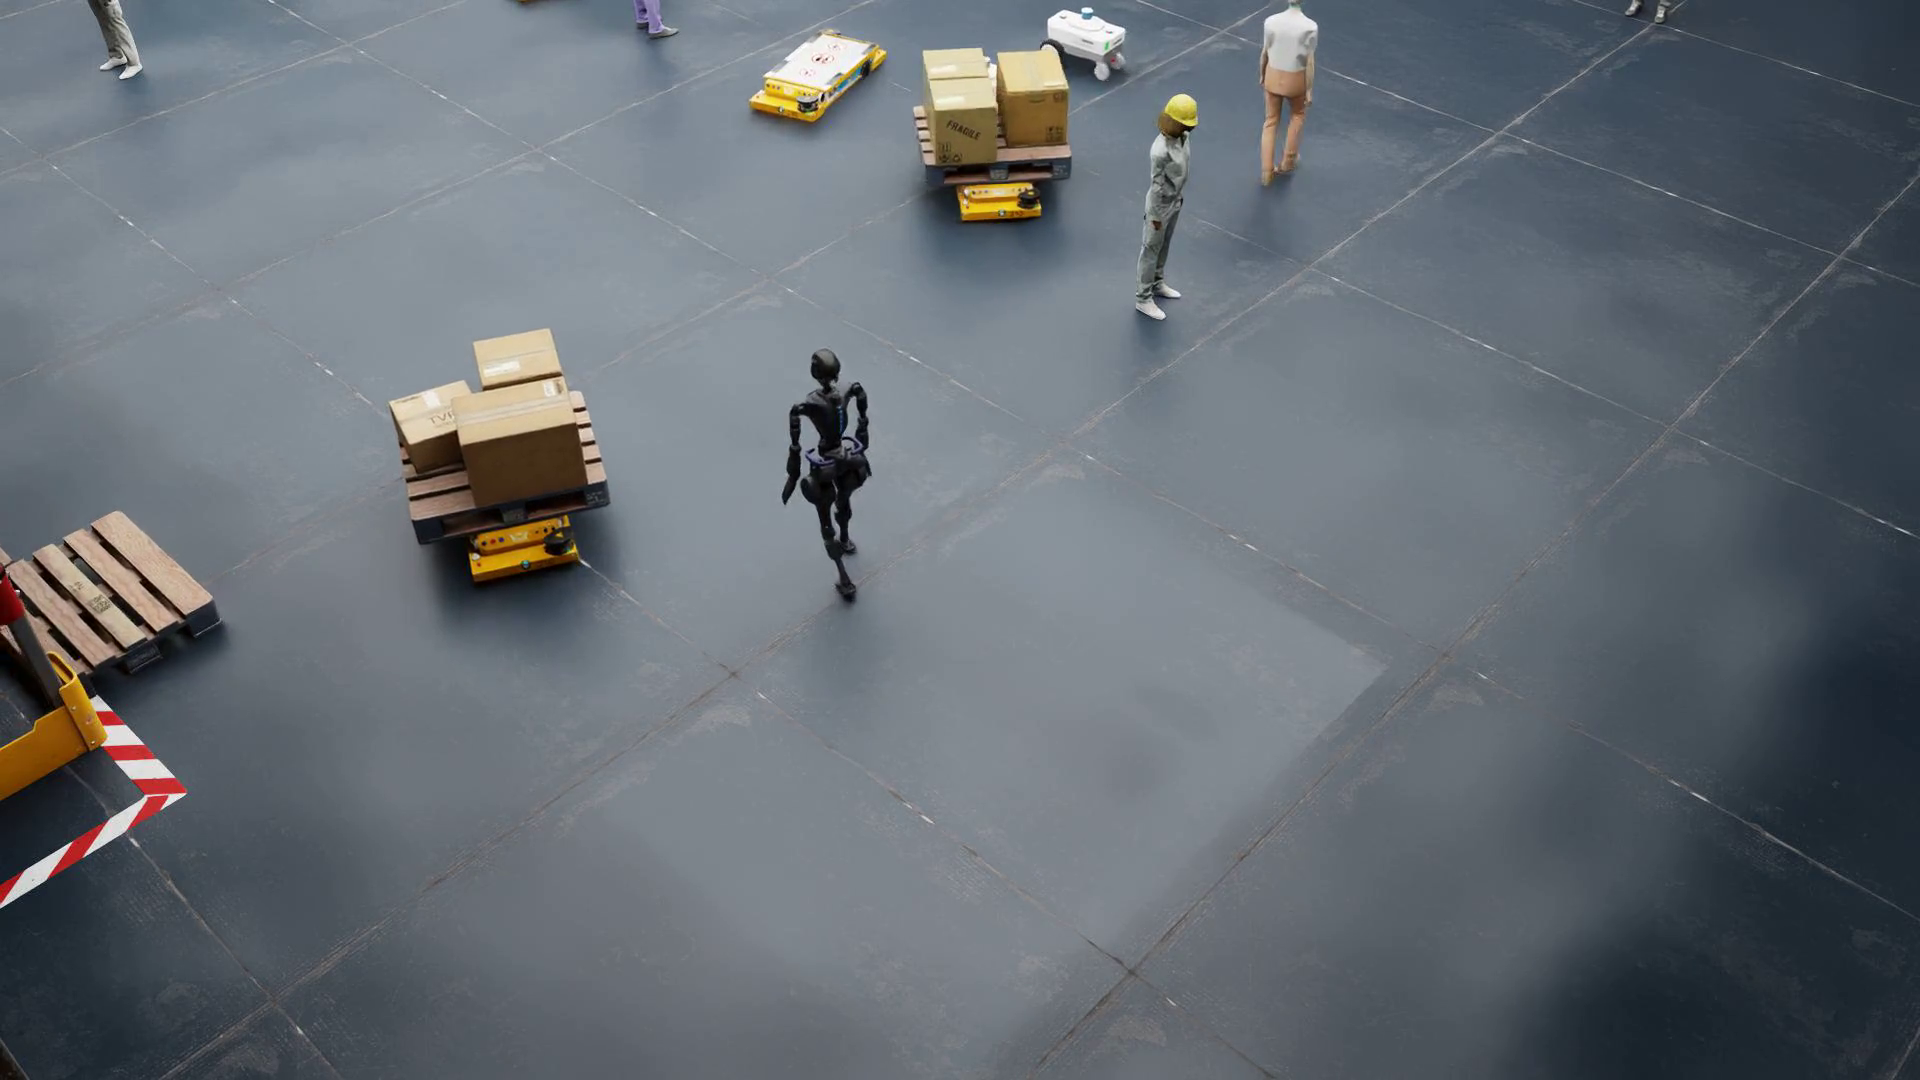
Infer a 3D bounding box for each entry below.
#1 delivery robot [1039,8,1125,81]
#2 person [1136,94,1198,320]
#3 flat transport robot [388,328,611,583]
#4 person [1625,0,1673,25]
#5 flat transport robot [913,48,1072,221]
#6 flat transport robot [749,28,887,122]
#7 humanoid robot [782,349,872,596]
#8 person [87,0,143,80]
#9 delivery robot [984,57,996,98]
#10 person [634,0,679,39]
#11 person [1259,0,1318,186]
[{"bbox_3d":[1.165,-4.658,15.479,0.774,0.581,0.499,27,48,26],"label":"delivery robot"},{"bbox_3d":[1.528,-2.454,12.157,0.319,1.734,0.485,21,46,22],"label":"person"},{"bbox_3d":[-2.946,-0.308,10.868,0.659,0.231,1.431,-13,44,-14],"label":"flat transport robot"},{"bbox_3d":[6.798,-5.896,15.914,0.570,1.832,0.396,21,46,21],"label":"person"},{"bbox_3d":[0.260,-3.148,14.025,0.659,0.231,1.431,-4,42,-5],"label":"flat transport robot"},{"bbox_3d":[-1.290,-4.286,15.290,0.659,0.231,1.431,18,45,19],"label":"flat transport robot"},{"bbox_3d":[-0.779,-0.426,9.975,0.592,1.646,0.617,-26,48,-26],"label":"humanoid robot"},{"bbox_3d":[-7.829,-5.008,15.066,0.512,1.640,0.306,28,49,27],"label":"person"},{"bbox_3d":[0.233,-3.982,14.744,0.801,0.602,0.499,-7,42,-7],"label":"delivery robot"},{"bbox_3d":[-2.984,-5.635,15.619,0.380,1.836,0.563,-27,48,-27],"label":"person"},{"bbox_3d":[2.700,-3.792,13.651,0.497,1.721,0.668,18,45,19],"label":"person"}]
